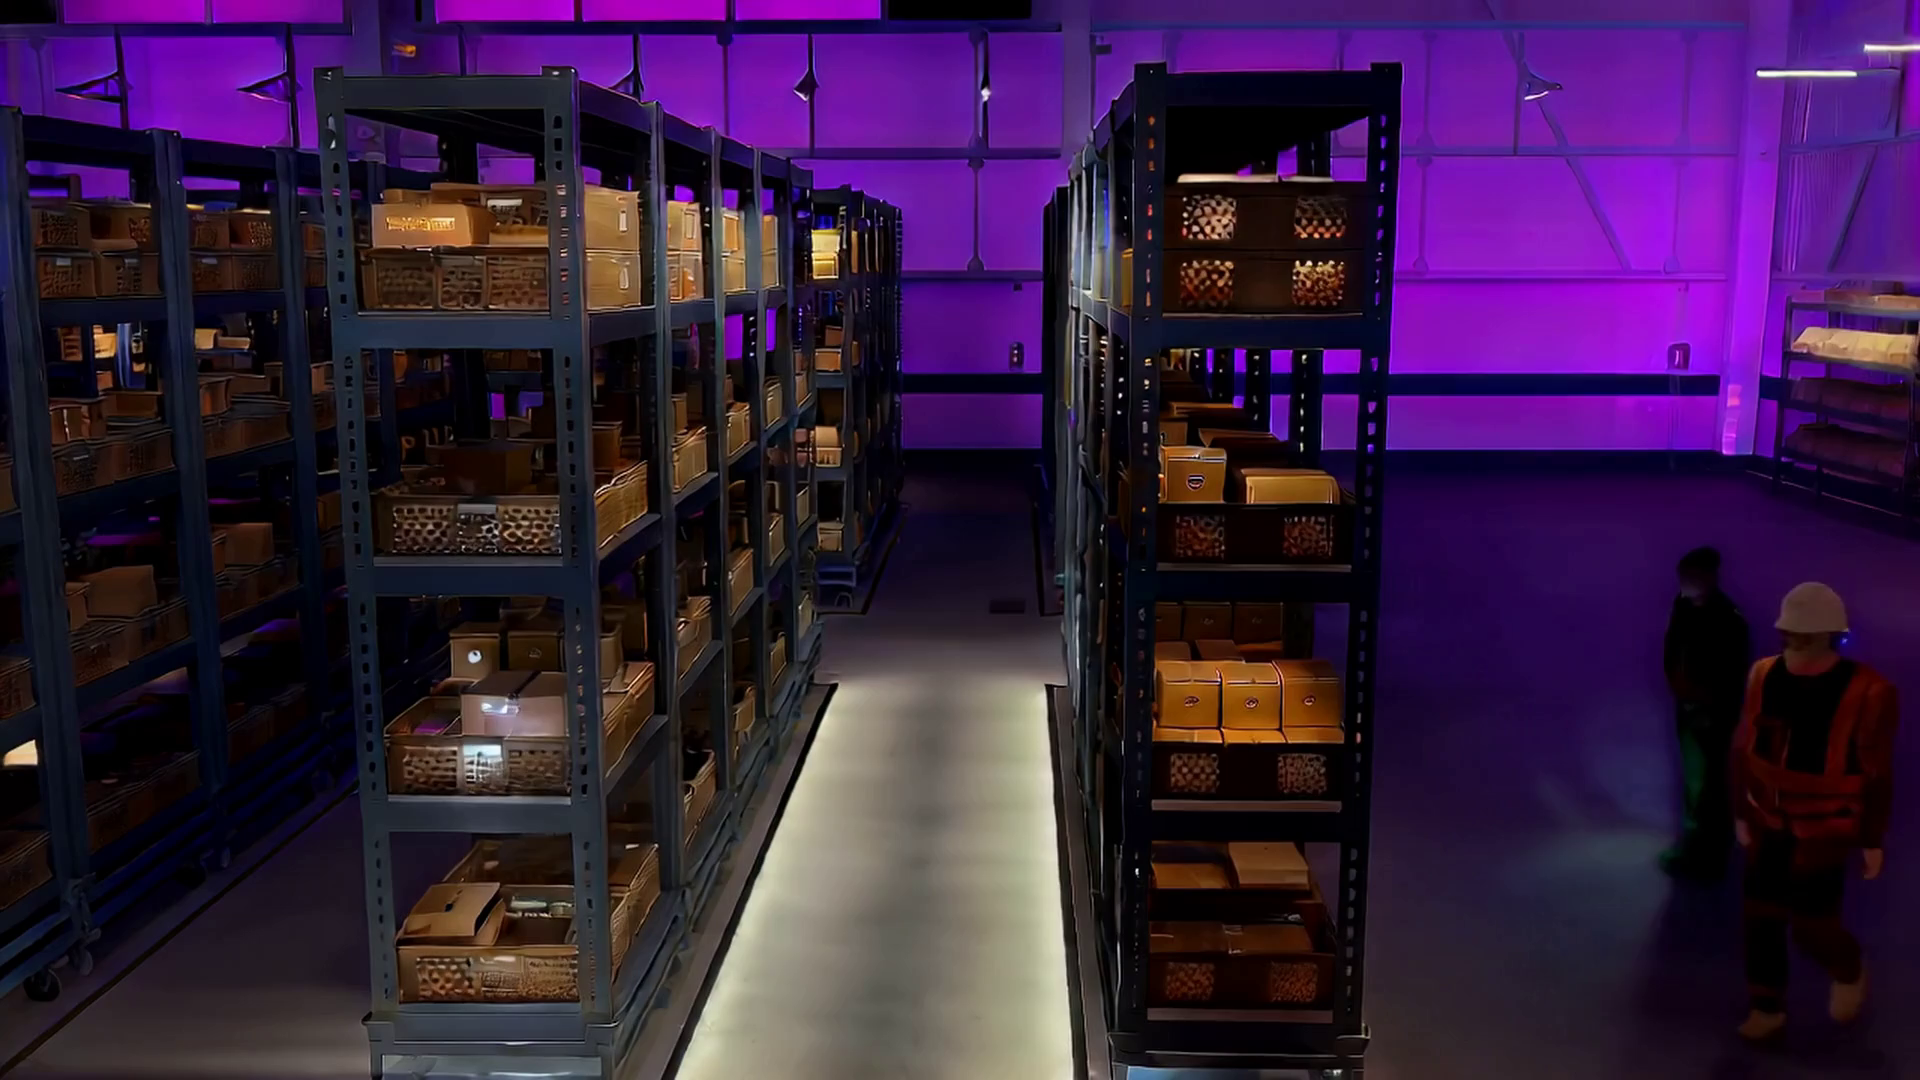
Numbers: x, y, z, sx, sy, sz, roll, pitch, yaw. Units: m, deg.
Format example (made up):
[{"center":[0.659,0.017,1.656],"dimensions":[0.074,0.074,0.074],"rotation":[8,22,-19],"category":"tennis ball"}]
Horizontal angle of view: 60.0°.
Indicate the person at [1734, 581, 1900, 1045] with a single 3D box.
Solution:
[{"center":[3.268,1.047,6.395],"dimensions":[0.519,1.820,0.612],"rotation":[-6,12,-33],"category":"person"}]
